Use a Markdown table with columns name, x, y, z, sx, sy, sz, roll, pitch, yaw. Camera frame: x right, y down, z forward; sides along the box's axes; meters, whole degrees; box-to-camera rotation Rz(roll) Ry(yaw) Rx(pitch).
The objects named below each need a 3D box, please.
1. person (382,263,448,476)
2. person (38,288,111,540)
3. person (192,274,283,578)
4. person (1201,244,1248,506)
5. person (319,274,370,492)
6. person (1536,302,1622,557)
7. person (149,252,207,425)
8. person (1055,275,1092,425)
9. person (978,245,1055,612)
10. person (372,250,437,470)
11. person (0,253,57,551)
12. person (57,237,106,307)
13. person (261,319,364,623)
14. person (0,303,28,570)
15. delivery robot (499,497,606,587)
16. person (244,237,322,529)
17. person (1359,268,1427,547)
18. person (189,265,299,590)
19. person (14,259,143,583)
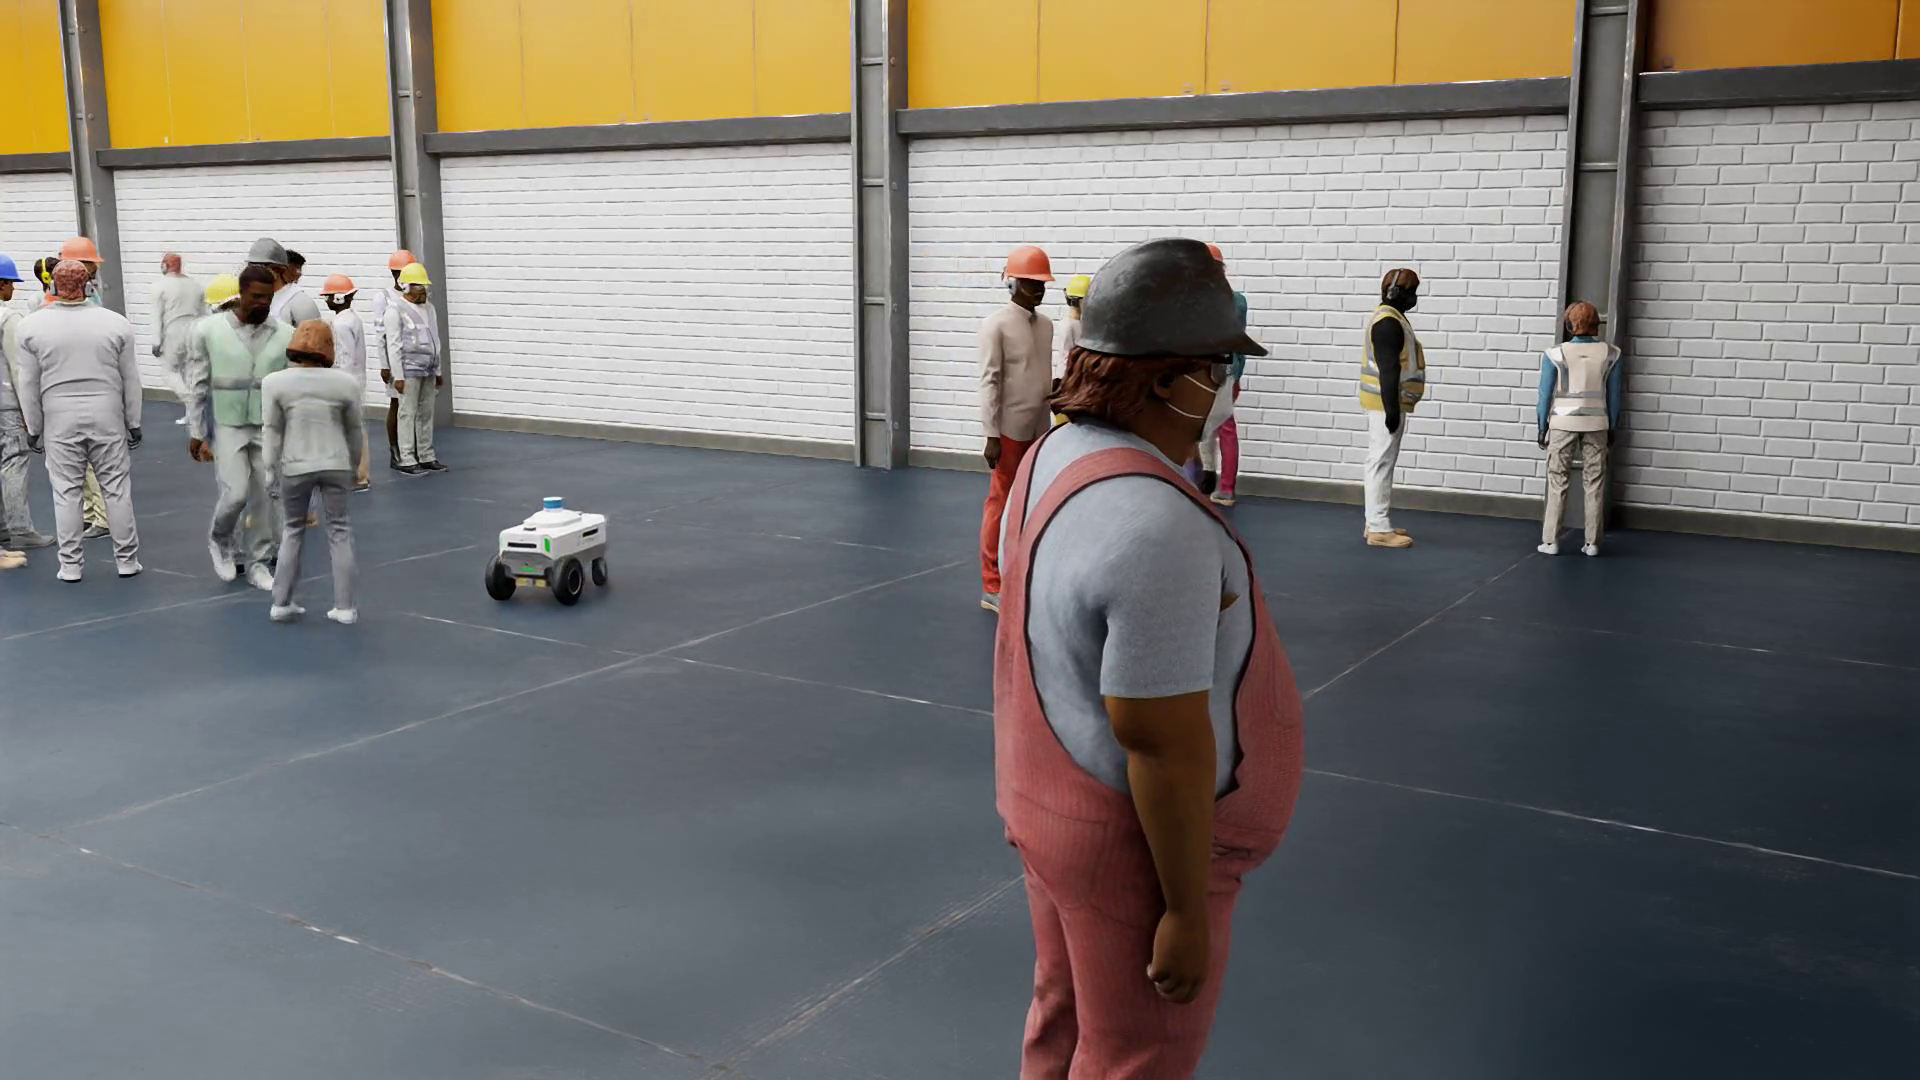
| name | x | y | z | sx | sy | sz | roll | pitch | yaw |
| --- | --- | --- | --- | --- | --- | --- | --- | --- | --- |
| person | -4.679 | -1.463 | 14.336 | 0.403 | 1.827 | 0.590 | 4 | 11 | 20 |
| person | -6.004 | -0.880 | 11.296 | 0.339 | 1.752 | 0.573 | -9 | 13 | -40 |
| person | -4.348 | -0.687 | 10.068 | 0.404 | 1.825 | 0.585 | 9 | 13 | 39 |
| person | 1.888 | -1.232 | 12.605 | 0.608 | 1.988 | 0.392 | -5 | 11 | -27 |
| person | -4.959 | -1.262 | 13.419 | 0.330 | 1.750 | 0.572 | -2 | 11 | -13 |
| person | 3.944 | -0.697 | 10.630 | 0.514 | 1.634 | 0.313 | 1 | 10 | 7 |
| person | -8.436 | -2.169 | 18.040 | 0.543 | 1.897 | 0.680 | 5 | 11 | 25 |
| person | 0.886 | -1.125 | 12.656 | 0.339 | 1.757 | 0.518 | 4 | 11 | 23 |
| person | 0.342 | -0.603 | 9.102 | 0.400 | 1.989 | 0.623 | 8 | 13 | 36 |
| person | -4.895 | -1.591 | 14.736 | 0.359 | 1.935 | 0.551 | 7 | 12 | 33 |
| person | -6.254 | -0.895 | 10.886 | 0.604 | 1.939 | 0.415 | 6 | 12 | 29 |
| person | -6.955 | -1.382 | 13.285 | 0.384 | 2.039 | 0.616 | -1 | 10 | -5 |
| person | -3.406 | -0.352 | 8.760 | 0.525 | 1.613 | 0.381 | -4 | 11 | -20 |
| person | -5.983 | -0.716 | 10.183 | 0.359 | 1.835 | 0.515 | -7 | 13 | -35 |
| delivery robot | -2.316 | -0.001 | 9.492 | 0.477 | 0.478 | 0.707 | 3 | 11 | 16 |
| person | -4.797 | -1.074 | 11.582 | 0.681 | 2.000 | 0.538 | 4 | 11 | 19 |
| person | 2.880 | -0.883 | 11.093 | 0.430 | 1.839 | 0.619 | 2 | 10 | 13 |
| person | -4.110 | -0.633 | 9.600 | 0.627 | 1.882 | 0.563 | -10 | 14 | -44 |
| person | -5.205 | -0.700 | 9.882 | 0.645 | 1.908 | 0.408 | -6 | 12 | -30 |
